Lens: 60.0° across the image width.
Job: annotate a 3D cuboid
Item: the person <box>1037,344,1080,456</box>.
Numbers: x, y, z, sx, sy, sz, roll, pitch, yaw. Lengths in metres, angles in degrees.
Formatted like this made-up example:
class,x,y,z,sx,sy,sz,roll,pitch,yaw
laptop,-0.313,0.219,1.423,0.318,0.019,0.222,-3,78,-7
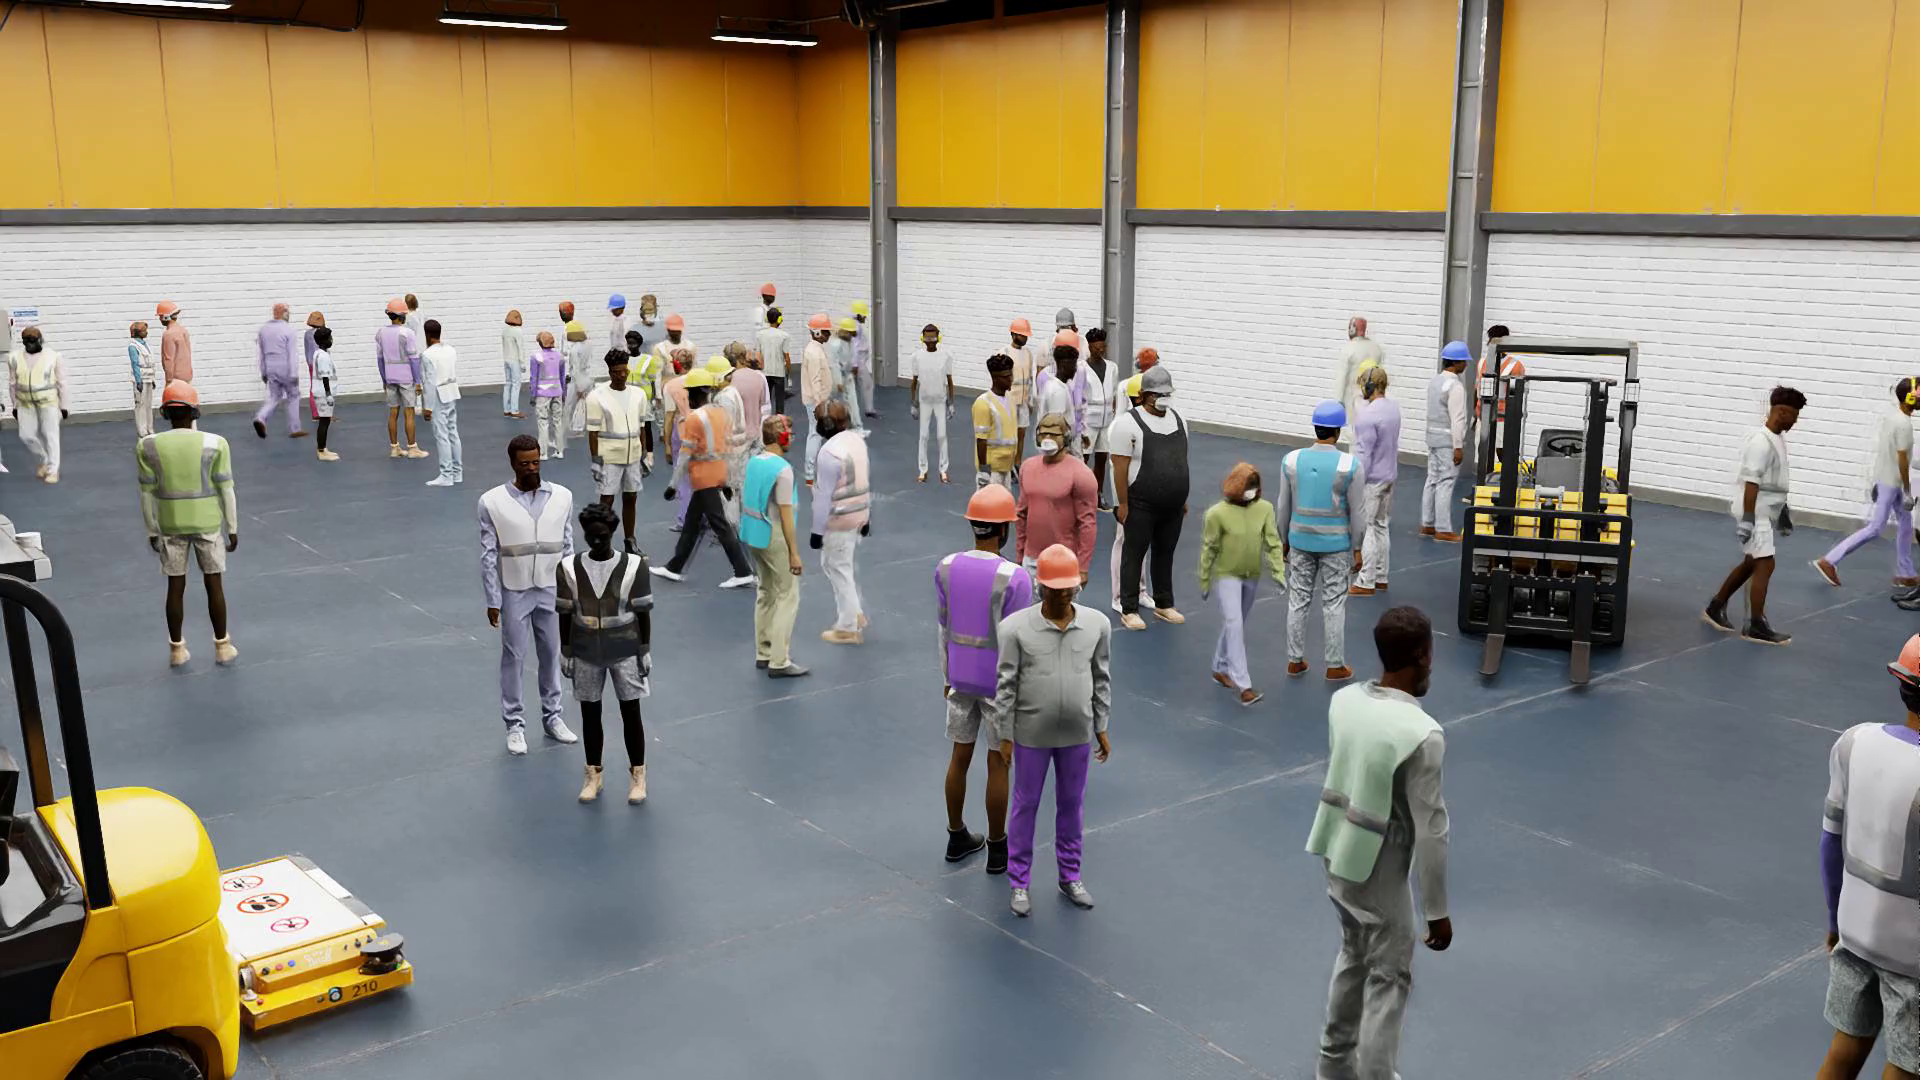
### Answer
class,x,y,z,sx,sy,sz,roll,pitch,yaw
person,0.943,-0.877,15.741,0.440,1.934,0.656,0,12,2

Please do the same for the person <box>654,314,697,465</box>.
class,x,y,z,sx,sy,sz,roll,pitch,yaw
person,-3.455,-1.808,20.352,0.558,1.881,1.023,-4,12,-18

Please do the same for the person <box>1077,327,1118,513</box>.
class,x,y,z,sx,sy,sz,roll,pitch,yaw
person,1.410,-1.243,17.416,0.617,1.964,0.361,-7,14,-31

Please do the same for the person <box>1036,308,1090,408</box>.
class,x,y,z,sx,sy,sz,roll,pitch,yaw
person,1.222,-1.683,19.362,0.688,2.000,0.535,1,12,3

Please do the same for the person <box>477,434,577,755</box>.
class,x,y,z,sx,sy,sz,roll,pitch,yaw
person,-2.590,0.311,10.033,0.591,1.919,0.392,-9,15,-37

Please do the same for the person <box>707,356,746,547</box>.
class,x,y,z,sx,sy,sz,roll,pitch,yaw
person,-2.243,-0.845,15.862,0.403,1.820,0.603,-1,12,-3

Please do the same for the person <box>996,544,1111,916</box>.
class,x,y,z,sx,sy,sz,roll,pitch,yaw
person,0.445,0.873,7.716,0.563,1.751,0.342,-3,12,-14

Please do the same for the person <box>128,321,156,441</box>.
class,x,y,z,sx,sy,sz,roll,pitch,yaw
person,-11.070,-2.140,22.546,0.307,1.641,0.514,-1,12,-7

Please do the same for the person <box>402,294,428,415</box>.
class,x,y,z,sx,sy,sz,roll,pitch,yaw
person,-8.305,-2.829,25.377,0.328,1.842,0.514,6,13,25

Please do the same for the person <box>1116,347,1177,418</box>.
class,x,y,z,sx,sy,sz,roll,pitch,yaw
person,1.848,-0.949,16.223,0.594,1.868,0.509,6,13,28

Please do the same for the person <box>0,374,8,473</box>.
class,x,y,z,sx,sy,sz,roll,pitch,yaw
person,-11.700,-1.644,19.908,0.321,1.738,0.493,10,16,41

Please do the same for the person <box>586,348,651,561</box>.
class,x,y,z,sx,sy,sz,roll,pitch,yaw
person,-3.077,-0.753,15.054,0.609,1.965,0.369,-10,16,-41

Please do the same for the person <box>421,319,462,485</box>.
class,x,y,z,sx,sy,sz,roll,pitch,yaw
person,-5.976,-1.581,19.173,0.397,1.917,0.590,3,12,13

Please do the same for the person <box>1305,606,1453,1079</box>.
class,x,y,z,sx,sy,sz,roll,pitch,yaw
person,1.477,1.177,5.894,0.443,1.902,0.662,-3,12,-16

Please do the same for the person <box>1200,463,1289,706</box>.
class,x,y,z,sx,sy,sz,roll,pitch,yaw
person,1.884,0.282,10.987,0.501,1.582,0.869,-5,13,-23

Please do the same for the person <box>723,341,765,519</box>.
class,x,y,z,sx,sy,sz,roll,pitch,yaw
person,-2.128,-0.958,16.124,0.373,1.935,0.628,5,13,23

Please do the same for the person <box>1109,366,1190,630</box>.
class,x,y,z,sx,sy,sz,roll,pitch,yaw
person,1.518,-0.330,12.830,0.689,2.000,0.539,-7,14,-31

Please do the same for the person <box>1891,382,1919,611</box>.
class,x,y,z,sx,sy,sz,roll,pitch,yaw
person,7.779,-0.386,13.387,0.385,1.930,0.540,5,13,24

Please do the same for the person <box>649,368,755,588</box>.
class,x,y,z,sx,sy,sz,roll,pitch,yaw
person,-2.193,-0.515,14.153,0.989,1.883,0.587,2,12,10

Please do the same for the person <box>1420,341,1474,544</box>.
class,x,y,z,sx,sy,sz,roll,pitch,yaw
person,4.692,-0.943,16.015,0.404,1.945,0.615,-2,12,-8

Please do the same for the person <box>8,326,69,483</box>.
class,x,y,z,sx,sy,sz,roll,pitch,yaw
person,-10.696,-1.569,19.327,0.649,1.827,0.442,-2,12,-9

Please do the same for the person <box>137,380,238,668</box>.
class,x,y,z,sx,sy,sz,roll,pitch,yaw
person,-5.442,-0.110,11.778,0.613,2.036,0.390,-3,12,-15

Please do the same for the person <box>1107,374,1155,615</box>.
class,x,y,z,sx,sy,sz,roll,pitch,yaw
person,1.420,-0.368,13.290,0.366,1.927,0.588,11,16,42

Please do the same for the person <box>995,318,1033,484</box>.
class,x,y,z,sx,sy,sz,roll,pitch,yaw
person,0.665,-1.622,19.353,0.550,1.925,0.390,-10,15,-41

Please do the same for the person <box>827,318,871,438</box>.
class,x,y,z,sx,sy,sz,roll,pitch,yaw
person,-1.610,-2.219,22.843,0.939,1.661,0.487,9,14,36

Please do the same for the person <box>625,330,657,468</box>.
class,x,y,z,sx,sy,sz,roll,pitch,yaw
person,-3.963,-1.721,20.379,0.540,1.696,0.317,1,12,6

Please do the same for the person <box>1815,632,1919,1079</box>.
class,x,y,z,sx,sy,sz,roll,pitch,yaw
person,2.954,1.251,5.189,0.396,2.042,0.610,-2,12,-11

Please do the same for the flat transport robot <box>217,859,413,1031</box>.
class,x,y,z,sx,sy,sz,roll,pitch,yaw
flat transport robot,-3.013,1.705,7.296,0.652,0.197,1.431,-10,15,-40

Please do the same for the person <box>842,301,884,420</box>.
class,x,y,z,sx,sy,sz,roll,pitch,yaw
person,-1.418,-2.645,24.631,0.762,1.777,0.649,-2,12,-10

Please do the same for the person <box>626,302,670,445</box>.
class,x,y,z,sx,sy,sz,roll,pitch,yaw
person,-4.148,-2.225,22.270,0.636,1.928,0.380,-8,14,-35

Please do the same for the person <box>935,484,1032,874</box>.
class,x,y,z,sx,sy,sz,roll,pitch,yaw
person,0.138,0.683,8.215,0.544,1.930,0.388,8,14,35
